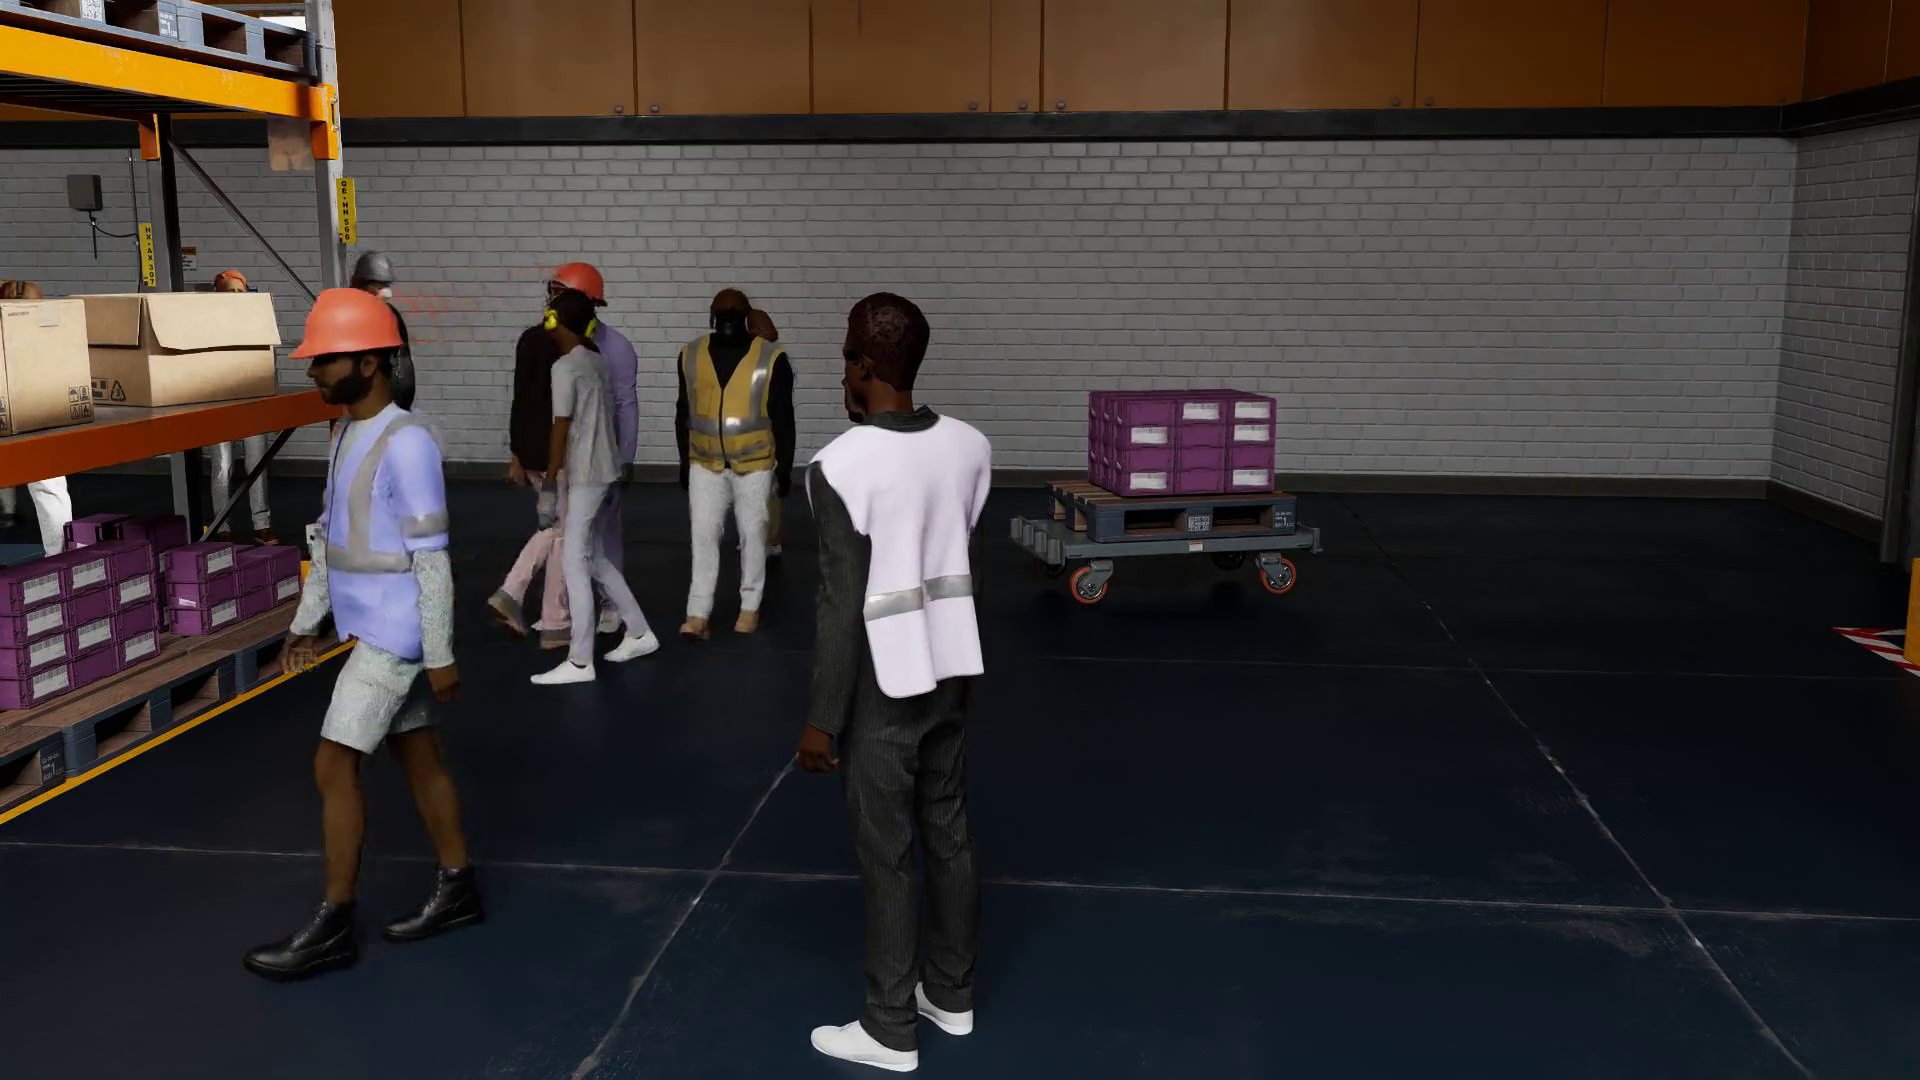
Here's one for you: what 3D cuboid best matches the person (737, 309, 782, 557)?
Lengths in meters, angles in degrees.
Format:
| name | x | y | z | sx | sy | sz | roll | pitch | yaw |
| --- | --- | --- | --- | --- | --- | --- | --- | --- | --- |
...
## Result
| name | x | y | z | sx | sy | sz | roll | pitch | yaw |
| --- | --- | --- | --- | --- | --- | --- | --- | --- | --- |
| person | -1.330 | -0.703 | 10.996 | 0.279 | 1.634 | 0.499 | -3 | 10 | -15 |

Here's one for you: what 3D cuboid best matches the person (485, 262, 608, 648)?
| name | x | y | z | sx | sy | sz | roll | pitch | yaw |
| --- | --- | --- | --- | --- | --- | --- | --- | --- | --- |
| person | -2.022 | -0.407 | 8.378 | 0.652 | 1.954 | 0.572 | 9 | 14 | 43 |

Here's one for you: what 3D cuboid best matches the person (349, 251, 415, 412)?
| name | x | y | z | sx | sy | sz | roll | pitch | yaw |
| --- | --- | --- | --- | --- | --- | --- | --- | --- | --- |
| person | -3.990 | -0.967 | 11.347 | 0.540 | 2.000 | 0.708 | 4 | 11 | 21 |

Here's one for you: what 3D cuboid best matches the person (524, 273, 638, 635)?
| name | x | y | z | sx | sy | sz | roll | pitch | yaw |
| --- | --- | --- | --- | --- | --- | --- | --- | --- | --- |
| person | -2.020 | -0.446 | 8.748 | 0.651 | 1.905 | 0.403 | 2 | 10 | 13 |

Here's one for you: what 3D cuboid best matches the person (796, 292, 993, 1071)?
| name | x | y | z | sx | sy | sz | roll | pitch | yaw |
| --- | --- | --- | --- | --- | --- | --- | --- | --- | --- |
| person | -0.147 | 0.358 | 4.113 | 0.391 | 1.920 | 0.587 | 8 | 13 | 39 |

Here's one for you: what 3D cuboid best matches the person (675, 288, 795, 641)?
| name | x | y | z | sx | sy | sz | roll | pitch | yaw |
| --- | --- | --- | --- | --- | --- | --- | --- | --- | --- |
| person | -1.187 | -0.373 | 8.571 | 0.658 | 1.816 | 0.759 | 1 | 10 | 6 |

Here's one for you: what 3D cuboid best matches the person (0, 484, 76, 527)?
| name | x | y | z | sx | sy | sz | roll | pitch | yaw |
| --- | --- | --- | --- | --- | --- | --- | --- | --- | --- |
| person | -6.953 | -1.016 | 12.365 | 0.602 | 1.782 | 0.927 | -2 | 10 | -9 |

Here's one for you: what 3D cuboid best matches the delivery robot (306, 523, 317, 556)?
| name | x | y | z | sx | sy | sz | roll | pitch | yaw |
| --- | --- | --- | --- | --- | --- | --- | --- | --- | --- |
| delivery robot | -3.535 | -0.029 | 9.960 | 0.477 | 0.478 | 0.707 | 6 | 11 | 30 |

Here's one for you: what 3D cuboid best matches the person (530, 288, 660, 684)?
| name | x | y | z | sx | sy | sz | roll | pitch | yaw |
| --- | --- | --- | --- | --- | --- | --- | --- | --- | --- |
| person | -1.737 | -0.248 | 7.814 | 0.492 | 1.849 | 0.686 | 1 | 10 | 3 |

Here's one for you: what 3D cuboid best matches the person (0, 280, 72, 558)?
| name | x | y | z | sx | sy | sz | roll | pitch | yaw |
| --- | --- | --- | --- | --- | --- | --- | --- | --- | --- |
| person | -5.524 | -0.620 | 9.931 | 0.430 | 1.845 | 0.619 | -4 | 11 | -24 |

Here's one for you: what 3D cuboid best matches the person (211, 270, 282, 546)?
| name | x | y | z | sx | sy | sz | roll | pitch | yaw |
| --- | --- | --- | --- | --- | --- | --- | --- | --- | --- |
| person | -4.899 | -0.879 | 11.291 | 0.574 | 1.885 | 0.356 | -9 | 13 | -41 |

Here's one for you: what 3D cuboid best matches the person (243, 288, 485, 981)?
| name | x | y | z | sx | sy | sz | roll | pitch | yaw |
| --- | --- | --- | --- | --- | --- | --- | --- | --- | --- |
| person | -1.754 | 0.260 | 4.680 | 0.808 | 1.910 | 0.557 | -6 | 11 | -30 |
